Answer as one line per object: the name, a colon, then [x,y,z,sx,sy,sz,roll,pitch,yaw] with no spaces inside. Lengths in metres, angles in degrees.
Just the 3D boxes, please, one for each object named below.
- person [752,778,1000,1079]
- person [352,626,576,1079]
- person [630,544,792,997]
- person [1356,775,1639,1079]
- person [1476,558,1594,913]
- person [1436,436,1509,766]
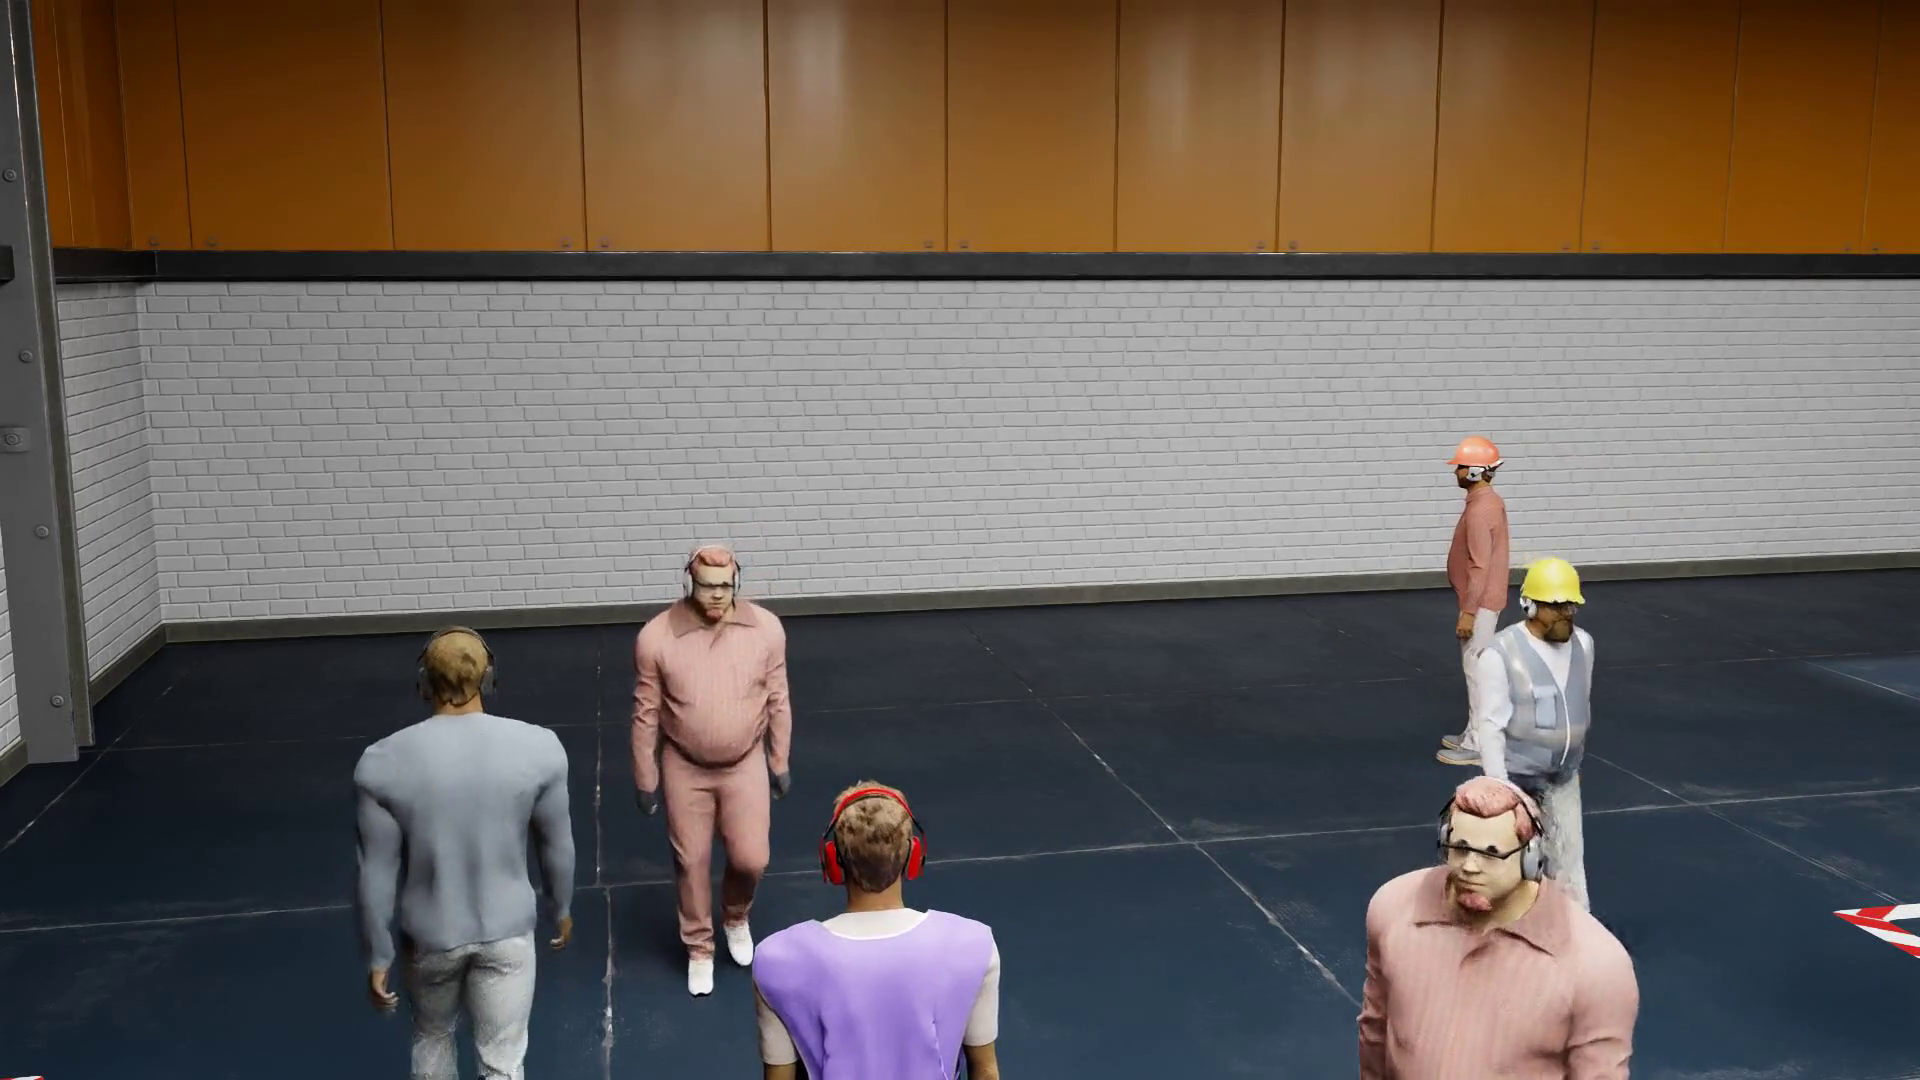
person: [-0.184,1.465,3.832,0.567,1.848,0.389,-2,9,-10]
person: [-1.530,1.206,5.220,0.648,1.909,0.787,-2,10,-15]
person: [-1.021,0.946,6.871,0.676,1.887,0.422,-2,10,-13]
person: [1.146,1.465,3.791,0.673,1.861,0.965,7,12,36]
person: [2.457,0.963,7.048,0.621,1.791,0.906,-3,10,-18]
person: [3.111,0.368,10.072,0.391,1.995,0.613,4,10,26]
